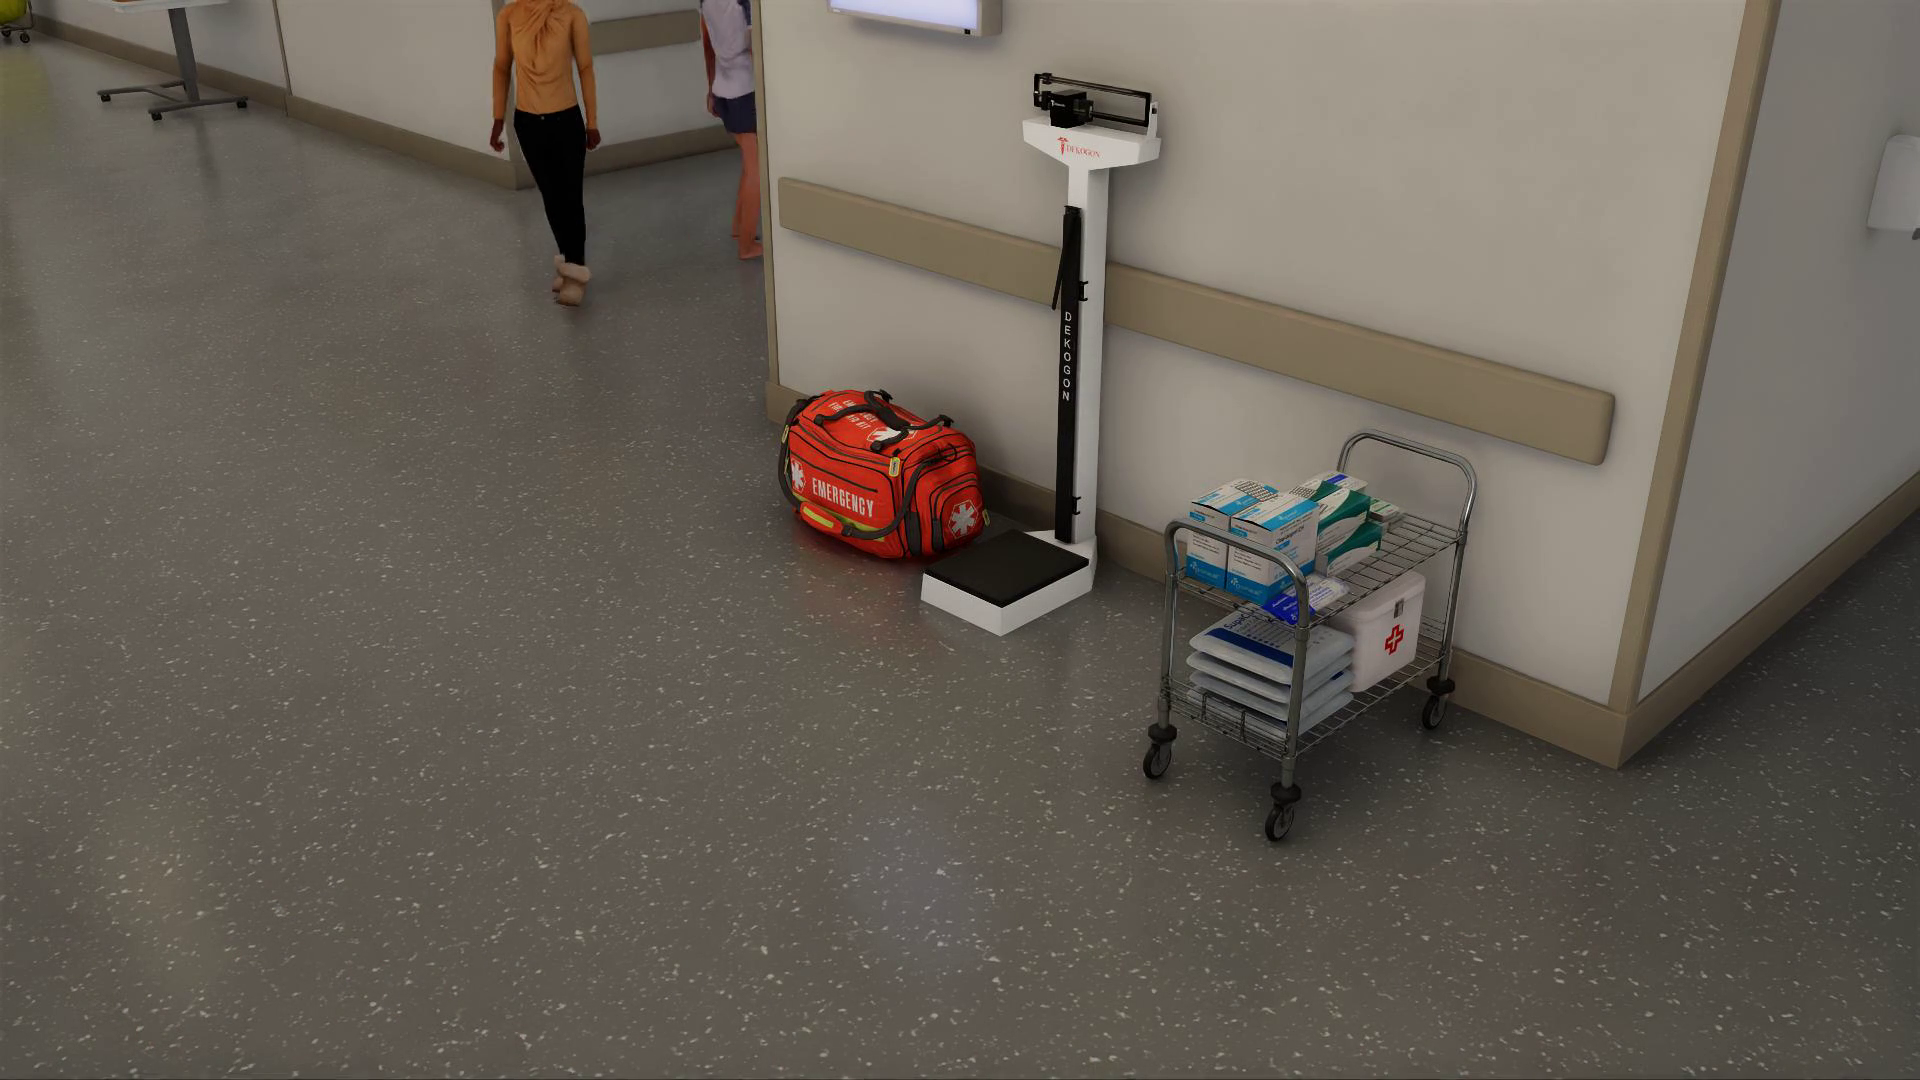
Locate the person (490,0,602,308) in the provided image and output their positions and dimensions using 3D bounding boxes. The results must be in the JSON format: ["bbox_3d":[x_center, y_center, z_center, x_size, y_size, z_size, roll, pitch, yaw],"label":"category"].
[{"bbox_3d":[-1.907,-1.960,7.794,0.935,1.640,0.961,3,26,6],"label":"person"}]

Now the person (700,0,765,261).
[{"bbox_3d":[-1.147,-2.199,8.330,0.680,1.604,0.530,-20,32,-36],"label":"person"}]
